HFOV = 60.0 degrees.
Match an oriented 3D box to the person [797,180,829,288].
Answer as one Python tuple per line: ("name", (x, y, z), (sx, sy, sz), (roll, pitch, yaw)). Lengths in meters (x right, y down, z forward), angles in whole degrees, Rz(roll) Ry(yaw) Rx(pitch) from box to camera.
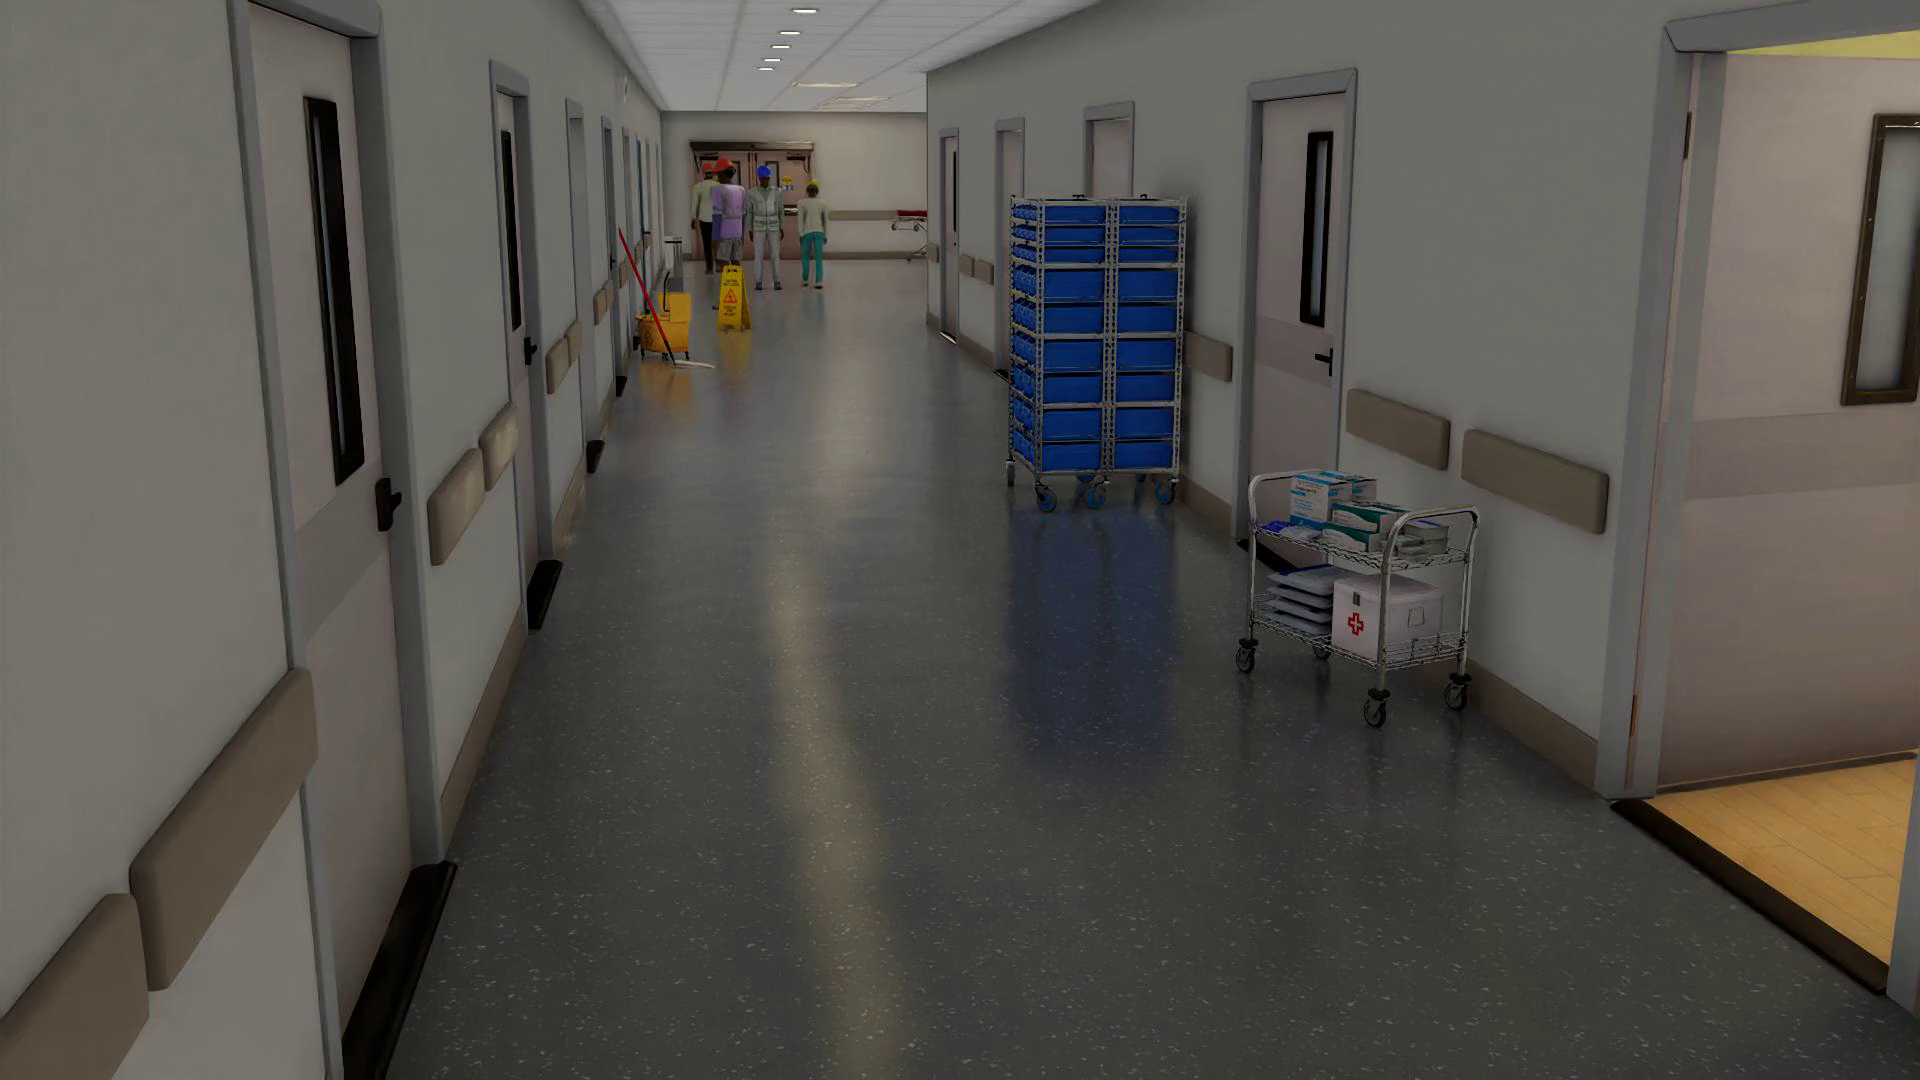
("person", (-2.363, -4.904, 26.672), (0.531, 1.697, 0.961), (-4, 13, -16))

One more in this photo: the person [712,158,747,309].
("person", (-3.160, -4.148, 22.601), (0.411, 2.032, 0.611), (9, 15, 34))

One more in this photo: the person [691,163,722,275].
("person", (-4.522, -5.765, 29.878), (0.632, 1.980, 0.505), (-6, 14, -25))

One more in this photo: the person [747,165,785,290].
("person", (-3.052, -4.902, 26.160), (0.602, 1.940, 0.406), (-2, 13, -9))
